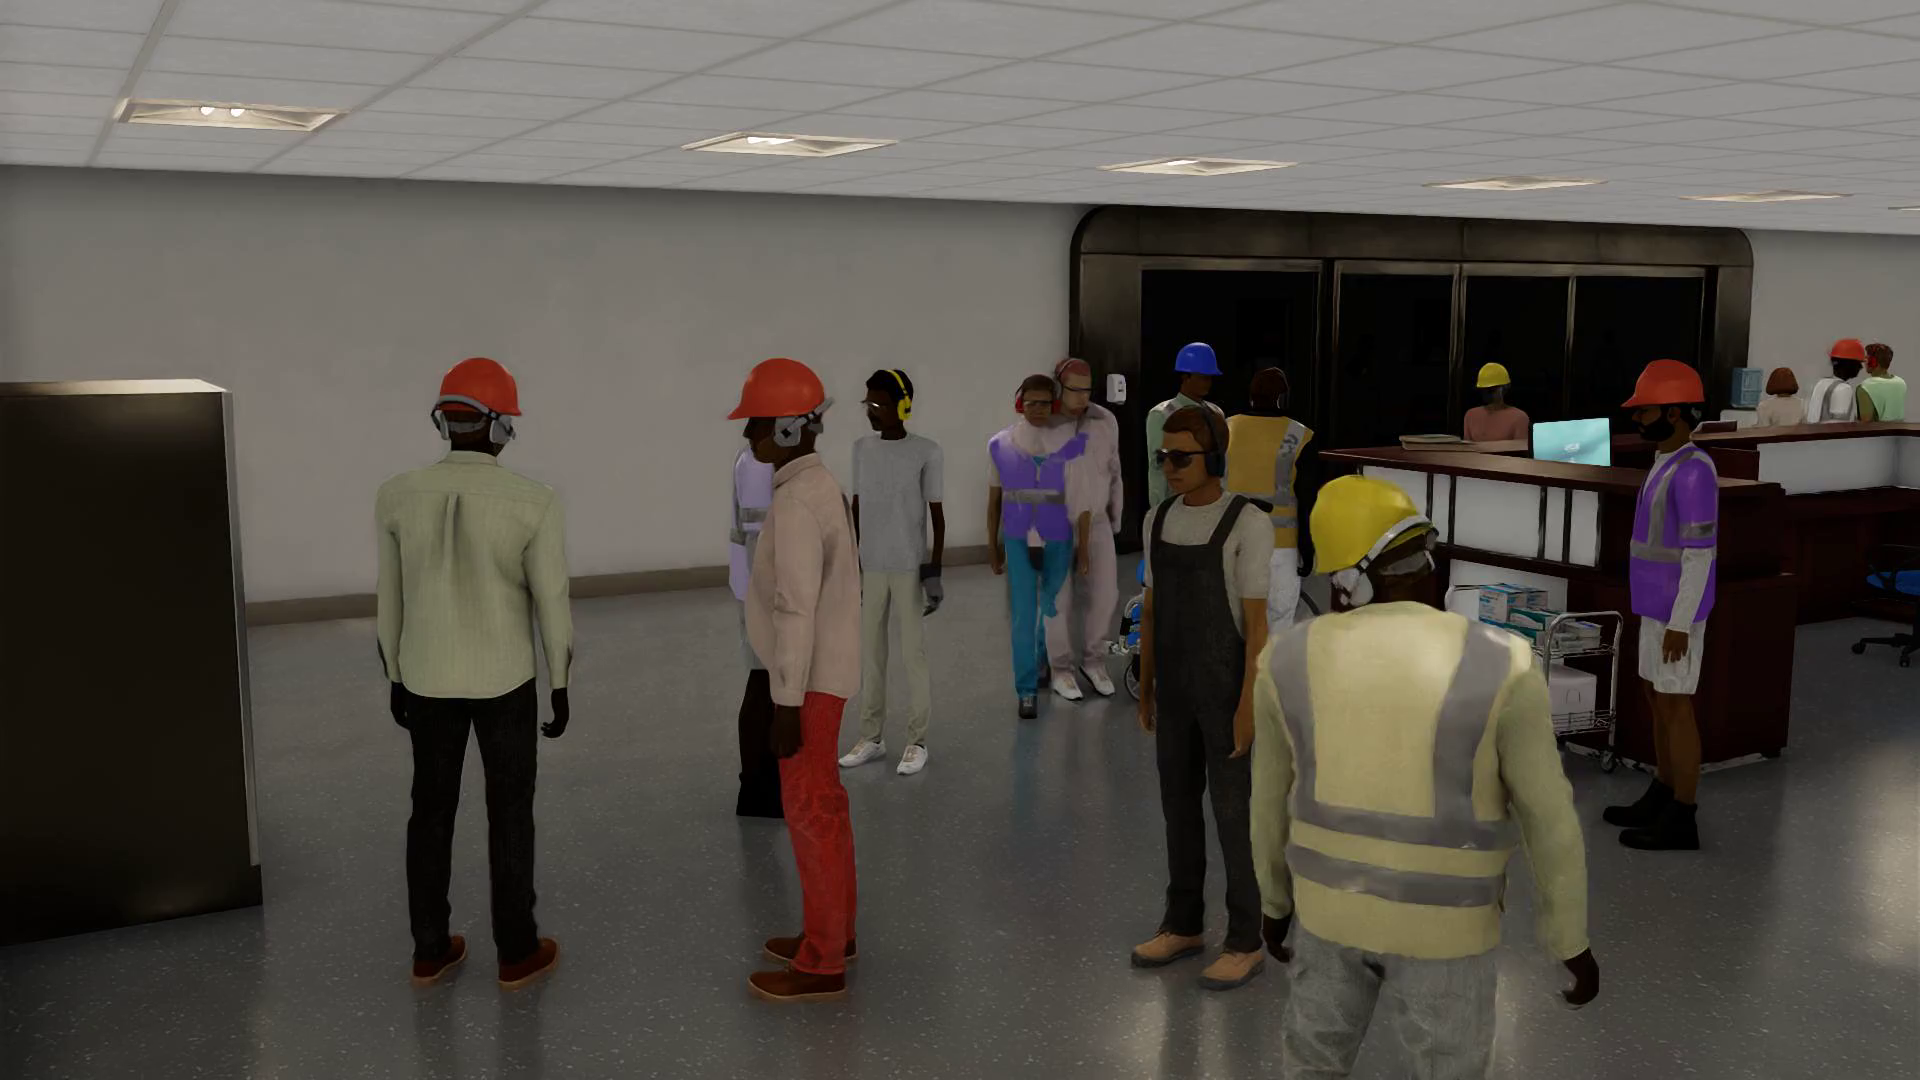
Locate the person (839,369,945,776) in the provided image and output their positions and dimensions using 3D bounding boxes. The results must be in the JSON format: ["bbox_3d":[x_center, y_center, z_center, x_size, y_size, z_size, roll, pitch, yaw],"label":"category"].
[{"bbox_3d":[-0.312,0.148,7.651,0.519,1.865,0.331,4,9,27],"label":"person"}]

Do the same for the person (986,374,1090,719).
[{"bbox_3d":[0.419,-0.004,9.004,0.555,1.802,0.932,0,8,0],"label":"person"}]

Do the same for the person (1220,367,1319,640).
[{"bbox_3d":[1.595,0.010,8.764,0.625,1.838,0.430,5,9,30],"label":"person"}]

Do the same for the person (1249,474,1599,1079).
[{"bbox_3d":[0.932,0.771,3.400,0.734,1.804,0.407,5,9,33],"label":"person"}]

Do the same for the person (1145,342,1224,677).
[{"bbox_3d":[1.318,-0.163,9.593,0.601,1.948,0.387,-7,11,-41],"label":"person"}]

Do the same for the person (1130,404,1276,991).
[{"bbox_3d":[0.759,0.488,5.291,0.347,1.840,0.509,-7,11,-42],"label":"person"}]

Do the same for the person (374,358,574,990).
[{"bbox_3d":[-1.514,0.423,5.245,0.622,1.982,0.418,1,8,4],"label":"person"}]

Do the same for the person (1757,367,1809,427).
[{"bbox_3d":[7.171,-0.692,14.560,0.507,1.630,0.268,-2,8,-11],"label":"person"}]

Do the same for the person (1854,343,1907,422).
[{"bbox_3d":[7.923,-0.773,14.368,0.564,1.847,0.396,-4,9,-28],"label":"person"}]

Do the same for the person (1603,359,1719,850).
[{"bbox_3d":[2.776,0.257,6.589,0.373,1.934,0.551,2,8,11],"label":"person"}]

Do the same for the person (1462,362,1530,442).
[{"bbox_3d":[3.782,-0.383,11.856,0.331,1.765,0.533,-7,11,-42],"label":"person"}]

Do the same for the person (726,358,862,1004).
[{"bbox_3d":[-0.510,0.431,5.171,0.410,1.986,0.609,0,8,-1],"label":"person"}]

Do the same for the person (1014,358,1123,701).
[{"bbox_3d":[0.597,-0.046,9.012,0.674,1.870,0.463,-3,8,-20],"label":"person"}]

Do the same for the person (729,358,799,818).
[{"bbox_3d":[-0.775,0.199,7.053,0.389,1.928,0.550,1,8,4],"label":"person"}]
